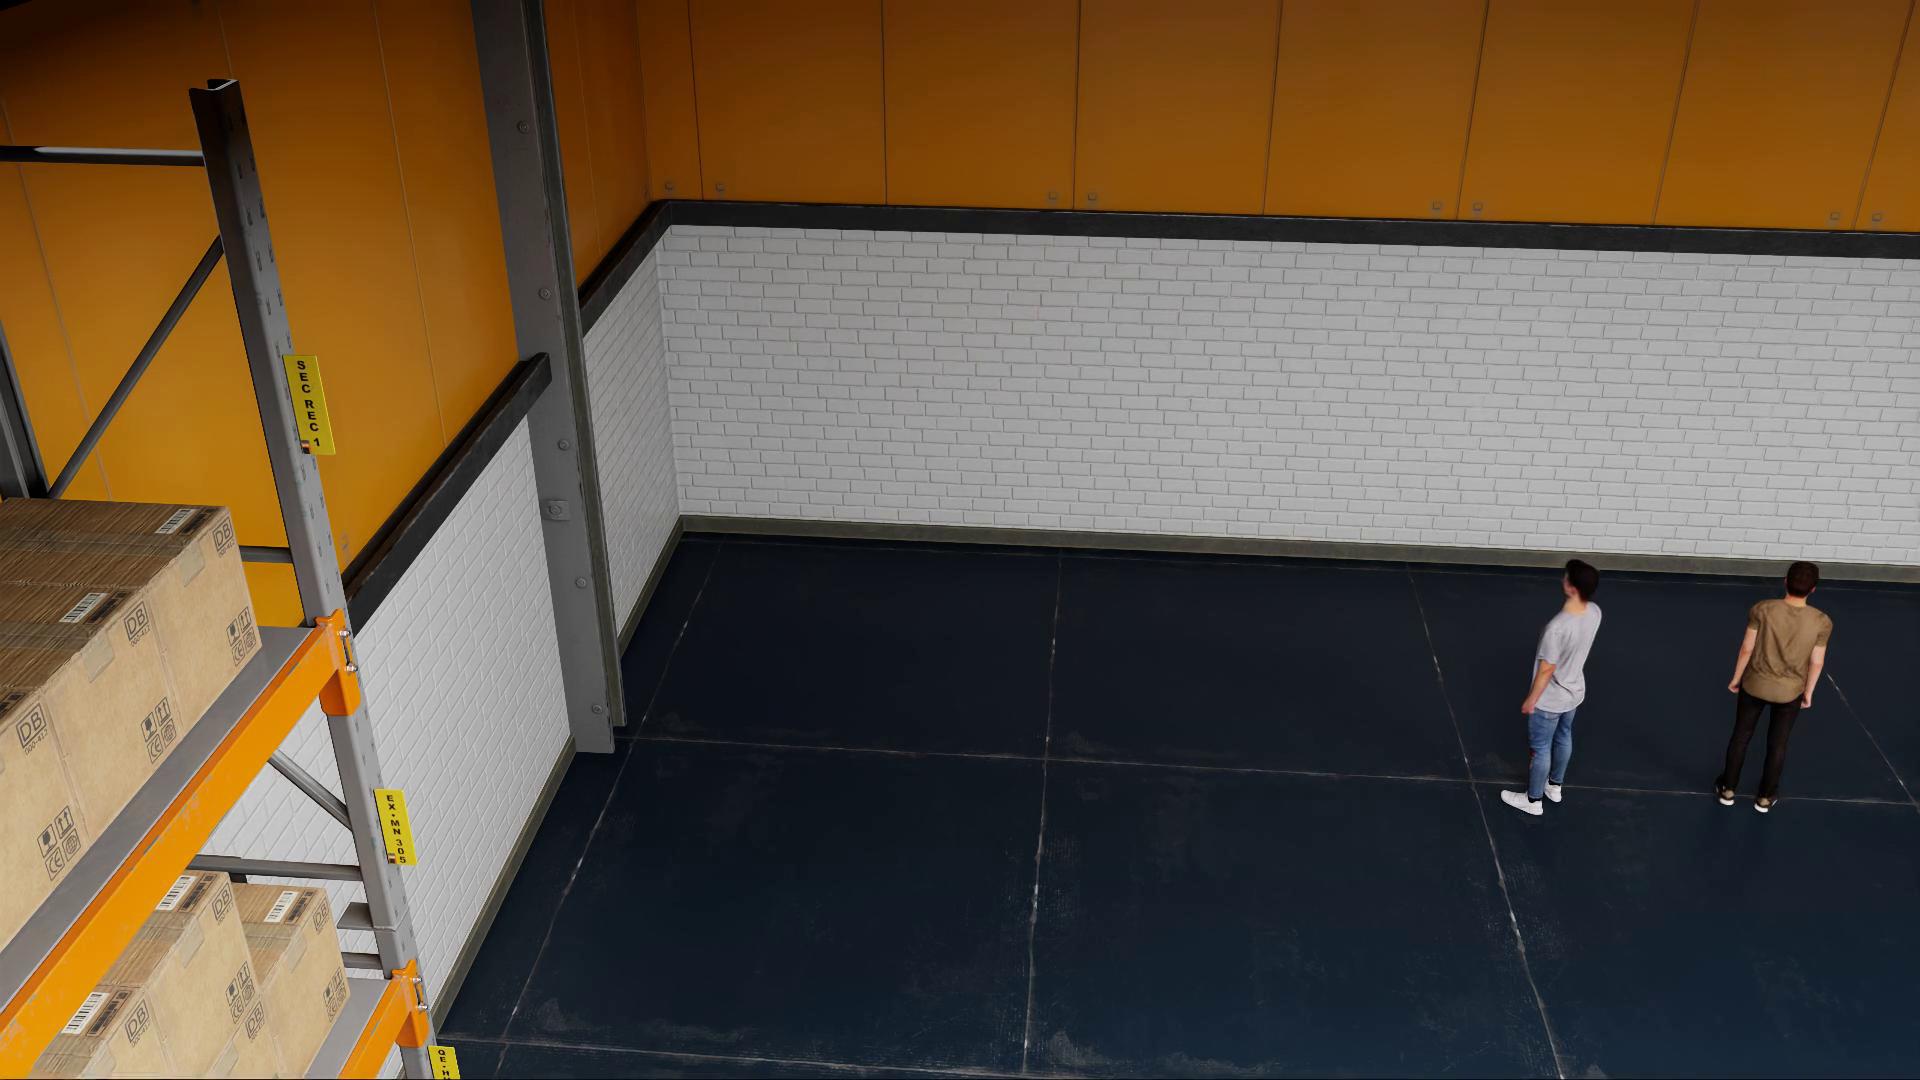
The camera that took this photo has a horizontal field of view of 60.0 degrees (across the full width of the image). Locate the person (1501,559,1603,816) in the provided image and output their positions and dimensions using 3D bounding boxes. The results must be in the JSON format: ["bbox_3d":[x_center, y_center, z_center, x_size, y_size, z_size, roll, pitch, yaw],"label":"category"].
[{"bbox_3d":[3.973,0.974,11.045,0.747,1.887,0.801,-21,35,-33],"label":"person"}]

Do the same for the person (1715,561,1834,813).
[{"bbox_3d":[5.417,0.969,11.091,0.739,1.851,0.695,13,31,23],"label":"person"}]
